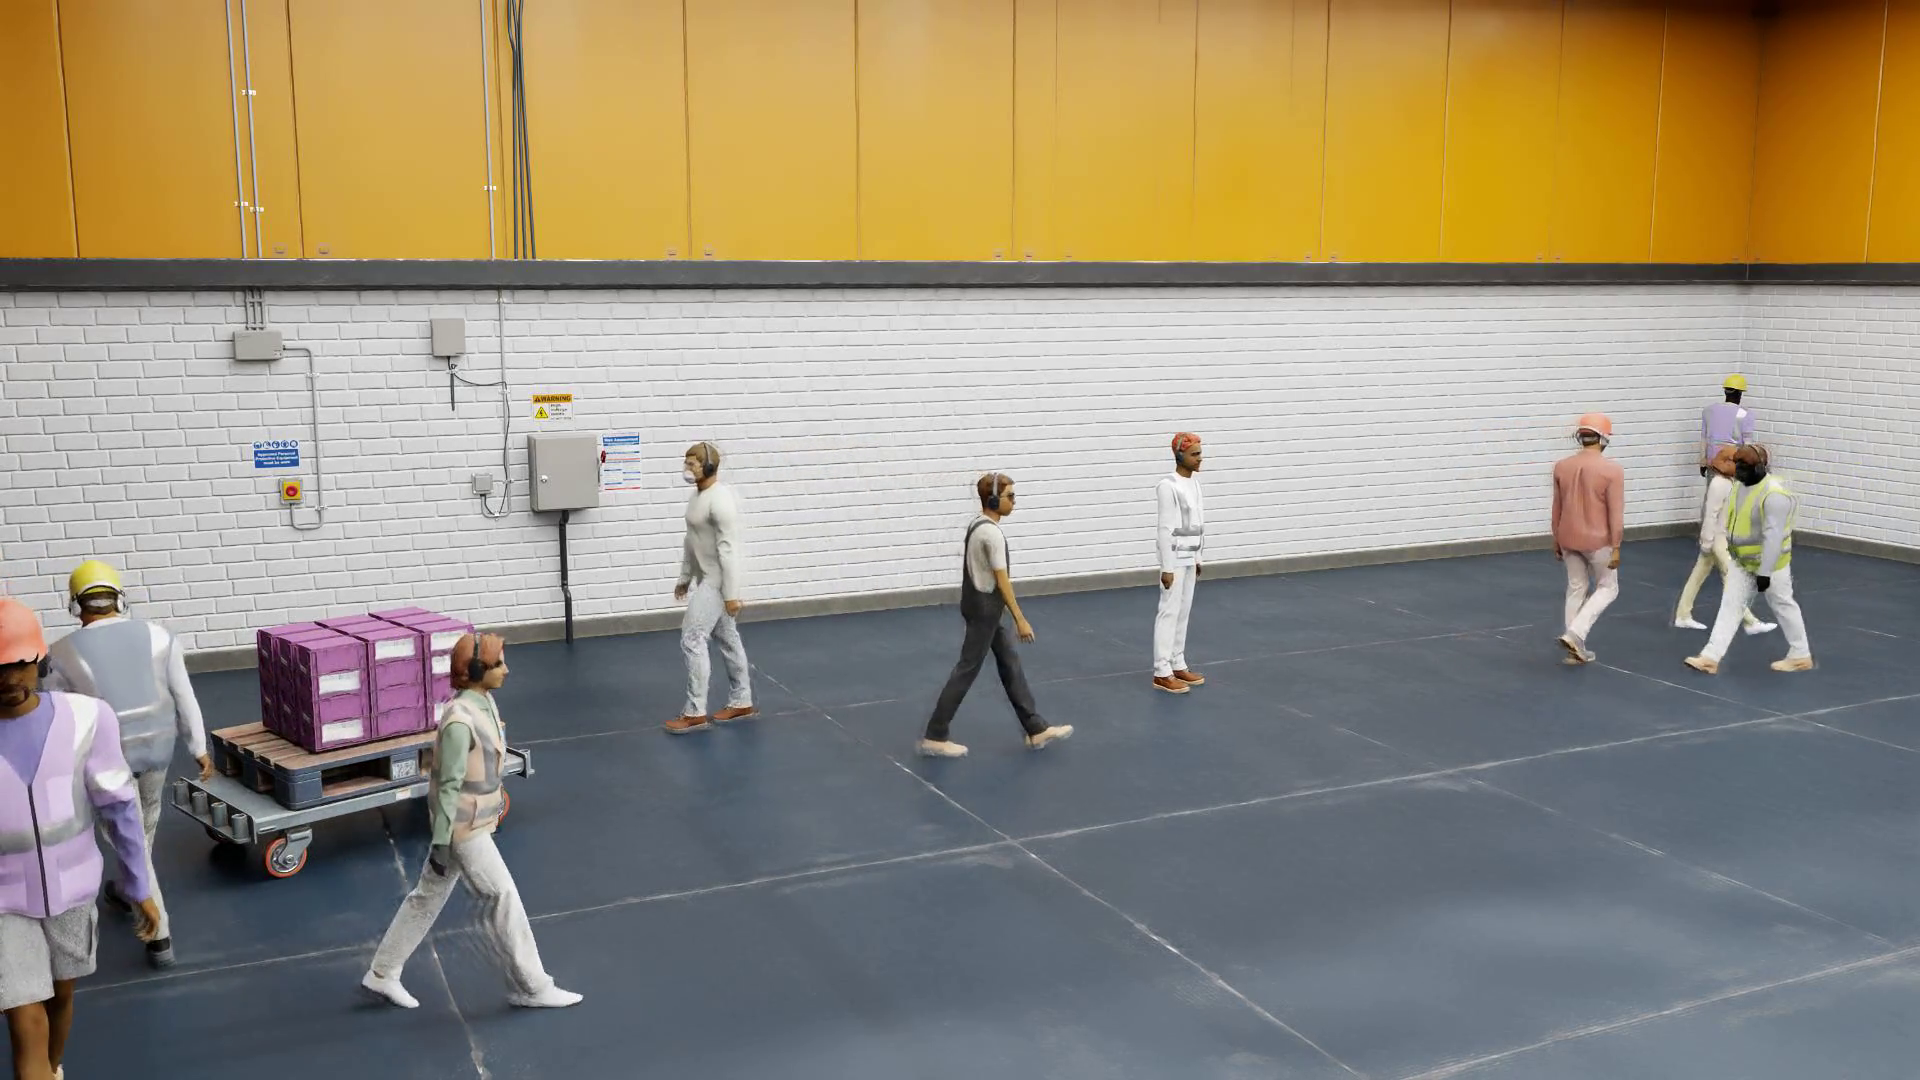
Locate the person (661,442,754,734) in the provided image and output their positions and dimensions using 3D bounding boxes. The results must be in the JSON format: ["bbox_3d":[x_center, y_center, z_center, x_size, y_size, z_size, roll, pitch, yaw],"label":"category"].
[{"bbox_3d":[-1.730,0.309,11.017,0.807,1.913,0.627,-3,10,-19],"label":"person"}]

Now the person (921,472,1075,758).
[{"bbox_3d":[0.209,0.478,10.392,0.993,1.795,0.531,0,9,-3],"label":"person"}]

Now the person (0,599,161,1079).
[{"bbox_3d":[-3.024,1.171,5.467,0.636,1.989,1.038,-8,12,-40],"label":"person"}]

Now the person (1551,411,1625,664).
[{"bbox_3d":[4.804,0.001,12.763,0.494,1.969,0.633,-6,11,-35],"label":"person"}]

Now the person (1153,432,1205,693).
[{"bbox_3d":[1.603,0.155,12.090,0.342,1.882,0.579,5,11,31],"label":"person"}]

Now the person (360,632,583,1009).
[{"bbox_3d":[-2.056,1.158,6.785,0.893,1.589,0.523,-1,9,-8],"label":"person"}]

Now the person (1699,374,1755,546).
[{"bbox_3d":[8.435,-0.861,18.296,0.389,1.919,0.583,-7,12,-39],"label":"person"}]

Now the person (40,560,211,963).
[{"bbox_3d":[-3.757,0.962,7.484,0.966,1.756,0.627,8,12,42],"label":"person"}]

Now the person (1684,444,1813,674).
[{"bbox_3d":[6.010,0.158,12.481,1.040,1.761,0.628,-2,9,-9],"label":"person"}]

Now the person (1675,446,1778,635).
[{"bbox_3d":[6.462,0.006,13.937,0.851,1.587,0.504,5,10,28],"label":"person"}]
